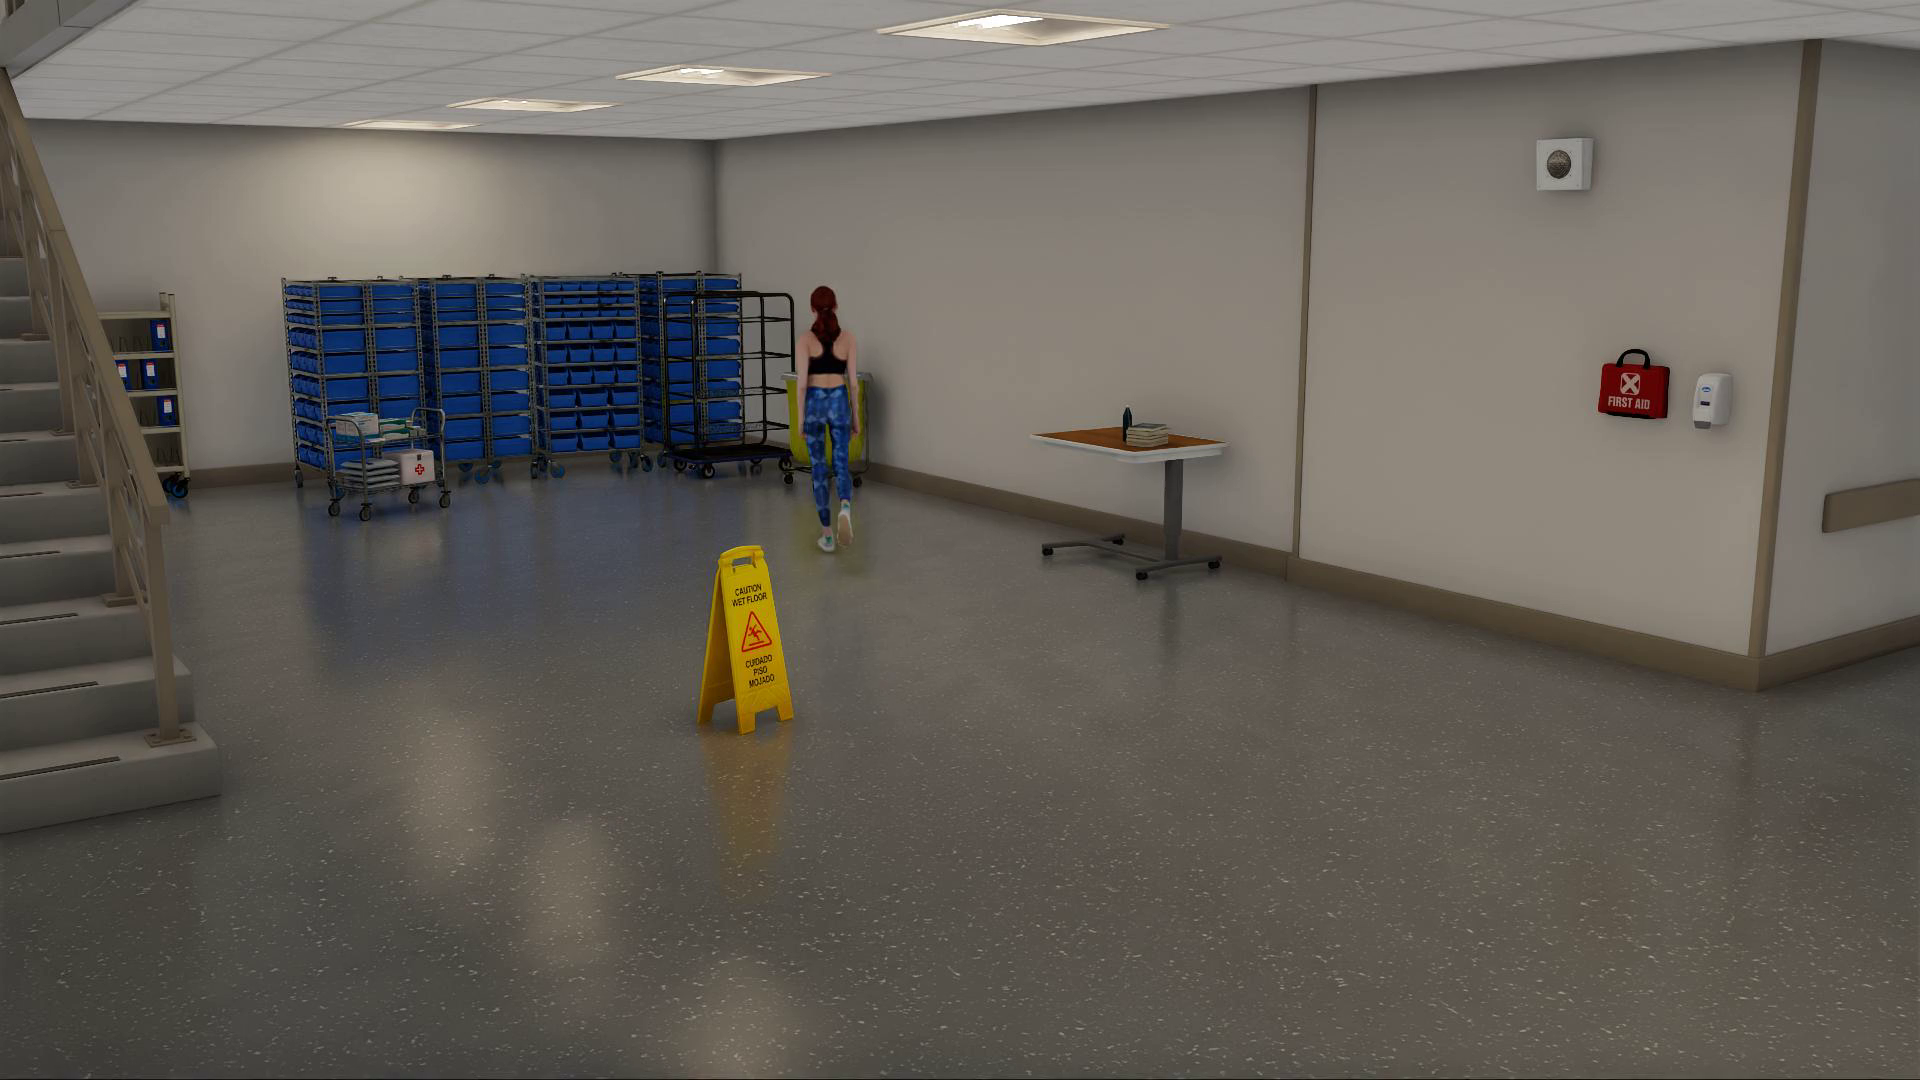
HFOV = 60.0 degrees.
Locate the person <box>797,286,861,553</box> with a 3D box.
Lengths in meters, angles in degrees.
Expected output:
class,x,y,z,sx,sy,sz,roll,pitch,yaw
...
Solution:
class,x,y,z,sx,sy,sz,roll,pitch,yaw
person,-0.851,-0.759,10.916,0.768,1.772,1.007,-3,11,-16
